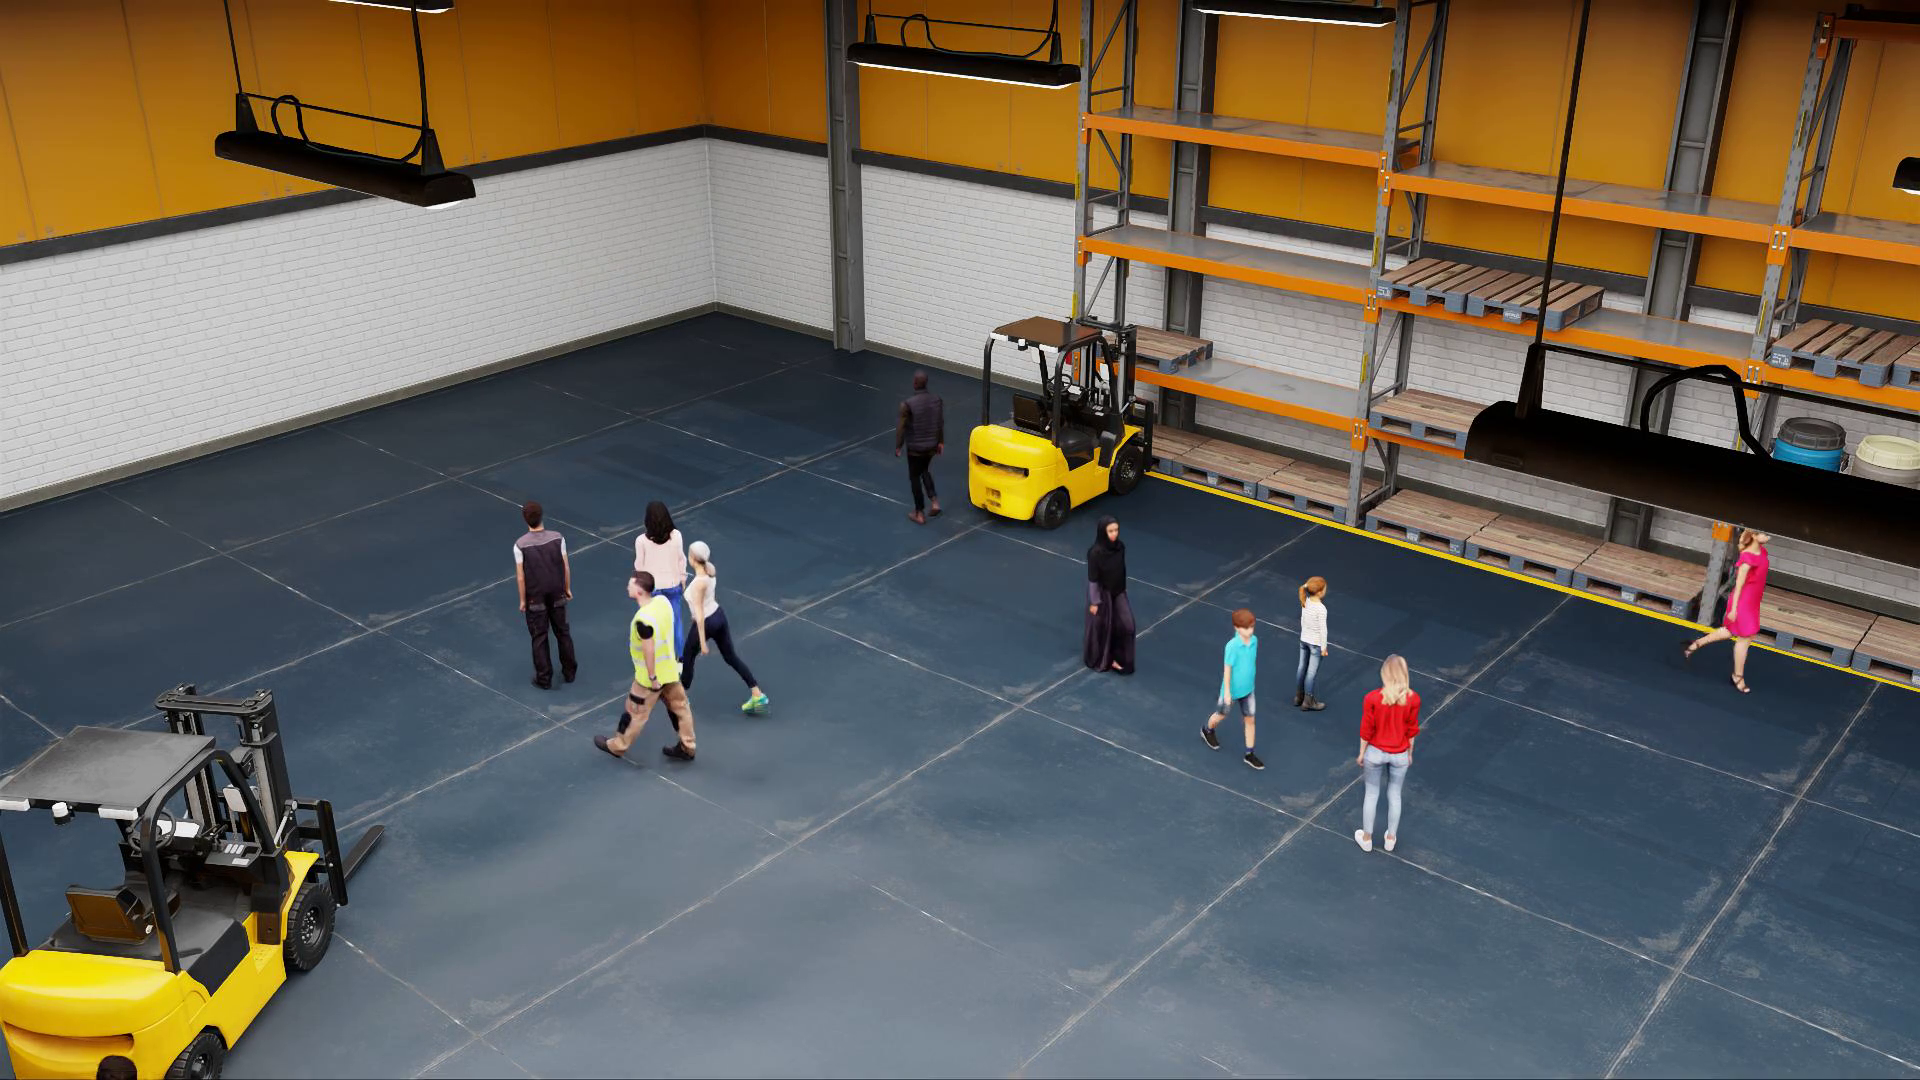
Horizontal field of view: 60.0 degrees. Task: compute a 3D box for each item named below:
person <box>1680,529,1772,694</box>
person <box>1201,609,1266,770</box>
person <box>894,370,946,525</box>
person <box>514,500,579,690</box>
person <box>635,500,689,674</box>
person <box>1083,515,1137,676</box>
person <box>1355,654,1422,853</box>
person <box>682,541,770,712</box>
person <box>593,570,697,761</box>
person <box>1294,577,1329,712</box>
[{"bbox_3d":[7.234,0.572,15.545,0.907,1.710,0.589,18,29,35],"label":"person"},{"bbox_3d":[2.354,1.232,14.397,0.746,1.420,1.028,-13,27,-26],"label":"person"},{"bbox_3d":[-0.397,-1.034,19.077,0.822,1.823,0.839,-15,28,-31],"label":"person"},{"bbox_3d":[-3.874,0.503,15.530,0.728,1.848,0.711,-12,27,-26],"label":"person"},{"bbox_3d":[-2.813,0.451,15.746,0.723,1.770,0.742,-6,24,-14],"label":"person"},{"bbox_3d":[1.352,0.485,15.868,0.772,1.610,0.919,-14,27,-29],"label":"person"},{"bbox_3d":[3.343,1.674,13.030,0.658,1.705,0.743,0,24,0],"label":"person"},{"bbox_3d":[-2.165,0.829,15.027,1.320,1.654,0.952,6,24,13],"label":"person"},{"bbox_3d":[-2.524,1.116,14.190,1.212,1.798,0.959,8,25,17],"label":"person"},{"bbox_3d":[3.211,0.938,15.200,0.603,1.316,0.527,-12,26,-25],"label":"person"}]
